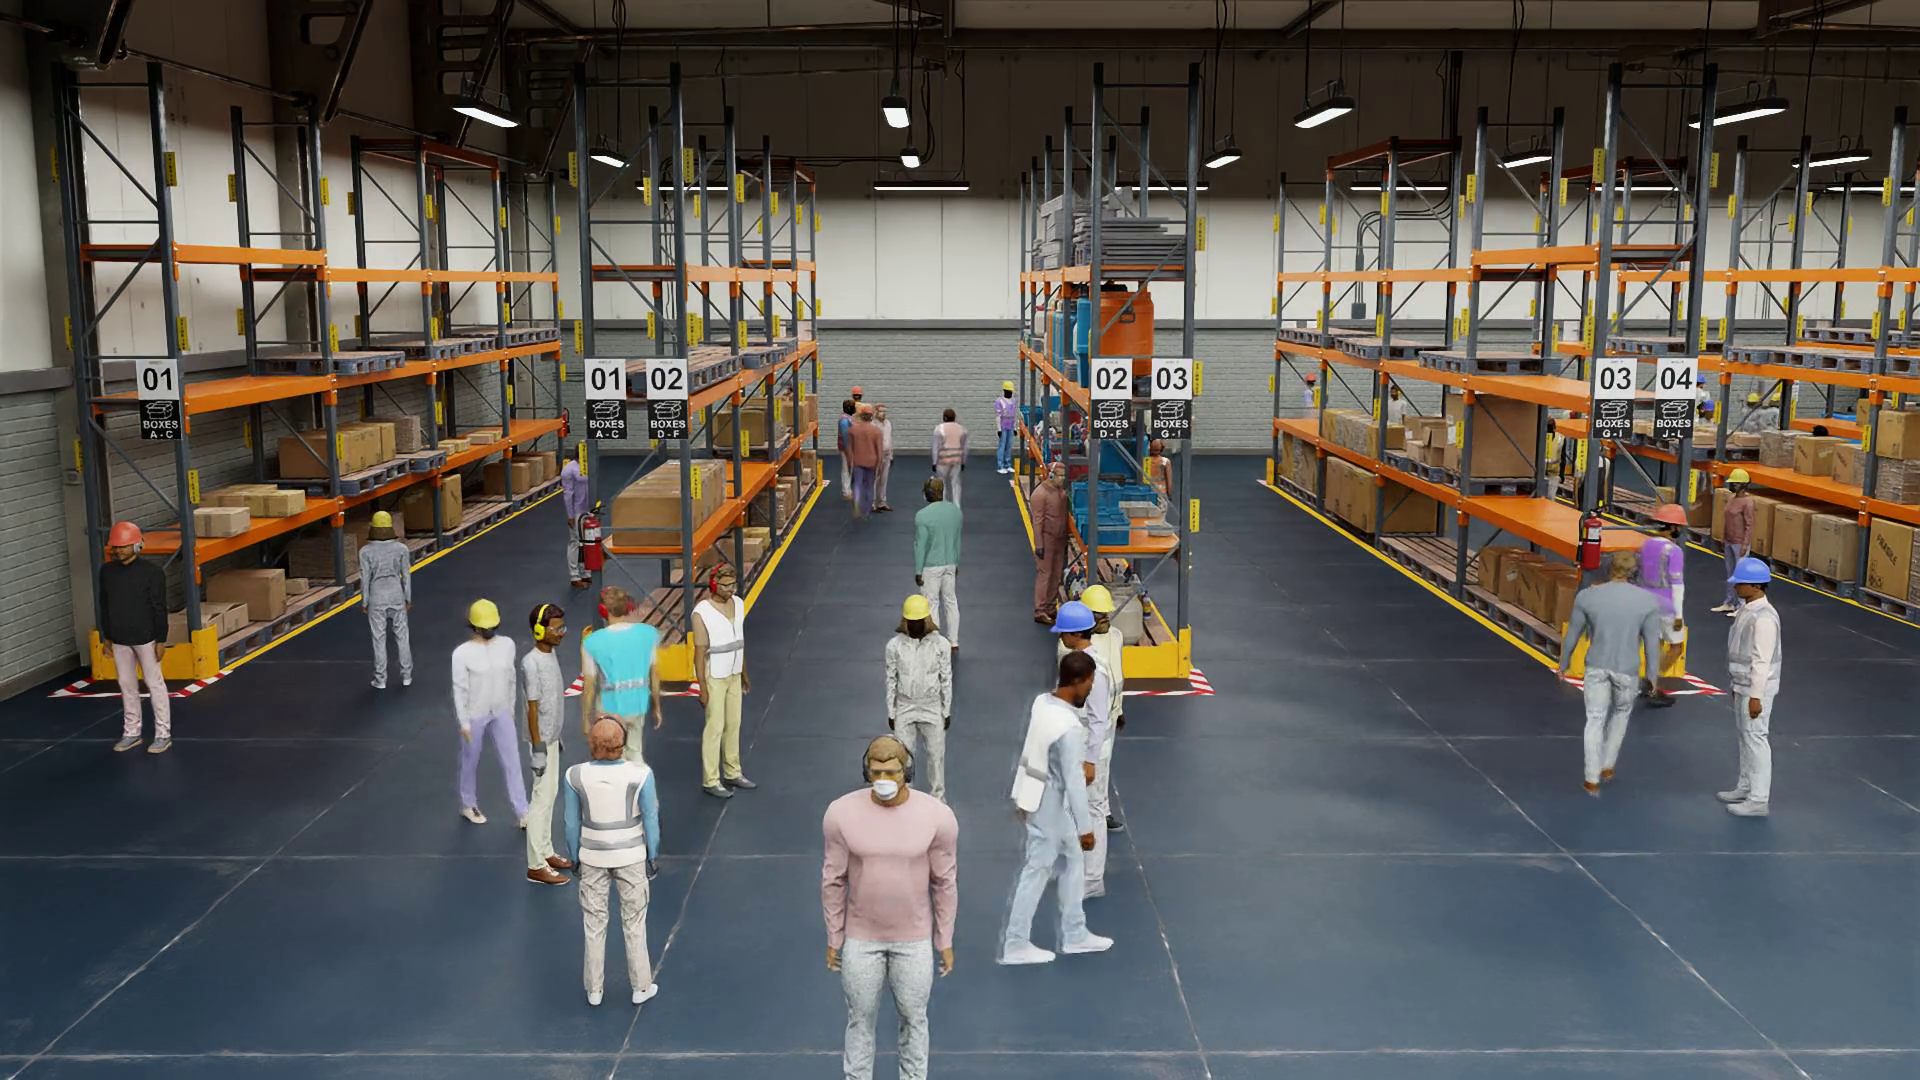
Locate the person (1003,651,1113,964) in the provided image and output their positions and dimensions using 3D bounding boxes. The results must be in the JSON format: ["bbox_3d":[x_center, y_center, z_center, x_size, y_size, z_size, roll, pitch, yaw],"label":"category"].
[{"bbox_3d":[0.618,1.560,9.637,0.809,1.868,0.613,-1,9,-10],"label":"person"}]

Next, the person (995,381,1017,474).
[{"bbox_3d":[0.975,-2.344,34.586,0.363,1.927,0.587,7,12,40],"label":"person"}]

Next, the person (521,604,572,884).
[{"bbox_3d":[-2.746,1.342,11.073,0.310,1.864,0.532,0,9,0],"label":"person"}]

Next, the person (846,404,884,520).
[{"bbox_3d":[-1.588,-1.268,27.587,0.642,1.954,0.792,1,9,6],"label":"person"}]

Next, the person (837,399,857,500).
[{"bbox_3d":[-2.019,-1.650,30.393,0.429,1.845,0.621,0,9,3],"label":"person"}]

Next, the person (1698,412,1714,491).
[{"bbox_3d":[13.637,-1.587,30.268,0.560,1.752,0.325,-6,11,-34],"label":"person"}]

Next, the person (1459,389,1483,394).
[{"bbox_3d":[11.485,-2.804,37.511,0.552,1.935,0.374,0,9,-3],"label":"person"}]

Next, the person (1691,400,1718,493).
[{"bbox_3d":[12.945,-1.468,28.887,0.615,1.945,0.404,3,9,17],"label":"person"}]

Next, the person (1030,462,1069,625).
[{"bbox_3d":[1.079,0.028,19.449,0.401,1.893,0.654,6,11,34],"label":"person"}]

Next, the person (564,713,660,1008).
[{"bbox_3d":[-1.901,1.756,9.120,0.515,1.645,0.309,0,9,-1],"label":"person"}]

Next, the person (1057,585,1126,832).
[{"bbox_3d":[0.967,1.224,11.936,0.590,1.833,0.404,-8,12,-41],"label":"person"}]

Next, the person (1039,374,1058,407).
[{"bbox_3d":[1.939,-2.782,37.185,0.396,1.992,0.623,-6,10,-32],"label":"person"}]

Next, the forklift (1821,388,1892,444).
[{"bbox_3d":[20.072,-3.110,36.462,1.873,2.768,1.129,0,9,0],"label":"forklift"}]

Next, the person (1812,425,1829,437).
[{"bbox_3d":[13.729,-0.988,26.601,0.322,1.696,0.536,4,10,23],"label":"person"}]

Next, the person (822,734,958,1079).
[{"bbox_3d":[-0.323,1.834,7.675,0.628,1.940,0.378,0,9,3],"label":"person"}]

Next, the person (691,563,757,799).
[{"bbox_3d":[-1.858,1.080,12.886,0.406,1.831,0.574,5,10,28],"label":"person"}]

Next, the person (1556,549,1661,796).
[{"bbox_3d":[5.082,1.018,13.055,0.763,1.886,0.821,4,10,22],"label":"person"}]

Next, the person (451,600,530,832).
[{"bbox_3d":[-3.382,1.272,12.000,0.543,1.708,0.919,-8,12,-43],"label":"person"}]

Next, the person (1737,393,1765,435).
[{"bbox_3d":[16.309,-2.188,34.257,0.759,1.706,0.511,-6,10,-32],"label":"person"}]

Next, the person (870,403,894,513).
[{"bbox_3d":[-1.379,-1.417,28.739,0.397,1.898,0.661,8,12,41],"label":"person"}]

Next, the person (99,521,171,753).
[{"bbox_3d":[-6.979,0.823,14.039,0.613,1.987,0.410,2,9,11],"label":"person"}]

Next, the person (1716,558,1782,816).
[{"bbox_3d":[5.918,1.091,12.473,0.421,1.940,0.605,2,9,13],"label":"person"}]

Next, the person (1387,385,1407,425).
[{"bbox_3d":[9.000,-2.277,34.387,0.326,1.861,0.507,-8,12,-41],"label":"person"}]

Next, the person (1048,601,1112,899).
[{"bbox_3d":[0.779,1.350,10.781,0.402,1.940,0.602,-2,9,-10],"label":"person"}]

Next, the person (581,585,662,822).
[{"bbox_3d":[-2.422,1.230,11.890,0.598,1.830,0.440,-7,11,-36],"label":"person"}]

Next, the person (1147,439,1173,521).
[{"bbox_3d":[2.929,-0.683,24.829,0.525,1.636,0.307,6,11,34],"label":"person"}]

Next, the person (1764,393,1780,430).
[{"bbox_3d":[16.450,-2.098,33.623,0.321,1.739,0.492,-1,9,-4],"label":"person"}]

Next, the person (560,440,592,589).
[{"bbox_3d":[-4.917,-0.340,21.670,0.373,1.937,0.630,4,10,24],"label":"person"}]

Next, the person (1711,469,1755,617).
[{"bbox_3d":[9.237,0.033,19.812,0.315,1.769,0.523,-1,9,-3],"label":"person"}]

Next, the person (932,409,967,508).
[{"bbox_3d":[-0.209,-1.326,28.362,0.668,1.825,0.744,-4,10,-24],"label":"person"}]

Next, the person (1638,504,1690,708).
[{"bbox_3d":[6.579,0.621,15.526,0.403,1.929,0.546,-2,9,-12],"label":"person"}]

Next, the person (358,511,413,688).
[{"bbox_3d":[-5.648,0.582,16.353,0.492,1.742,0.320,-5,10,-31],"label":"person"}]

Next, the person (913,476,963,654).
[{"bbox_3d":[-0.237,0.287,17.657,0.630,1.933,0.364,-8,12,-40],"label":"person"}]

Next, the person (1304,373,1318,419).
[{"bbox_3d":[7.865,-2.785,37.390,0.373,1.934,0.551,8,12,41],"label":"person"}]

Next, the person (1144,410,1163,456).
[{"bbox_3d":[3.804,-2.177,33.291,0.612,1.997,0.376,-4,10,-22],"label":"person"}]

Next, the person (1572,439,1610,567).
[{"bbox_3d":[8.819,-0.541,23.251,0.505,1.847,0.347,-1,9,-5],"label":"person"}]

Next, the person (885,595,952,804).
[{"bbox_3d":[-0.299,1.248,12.102,0.486,1.736,0.322,0,9,1],"label":"person"}]
